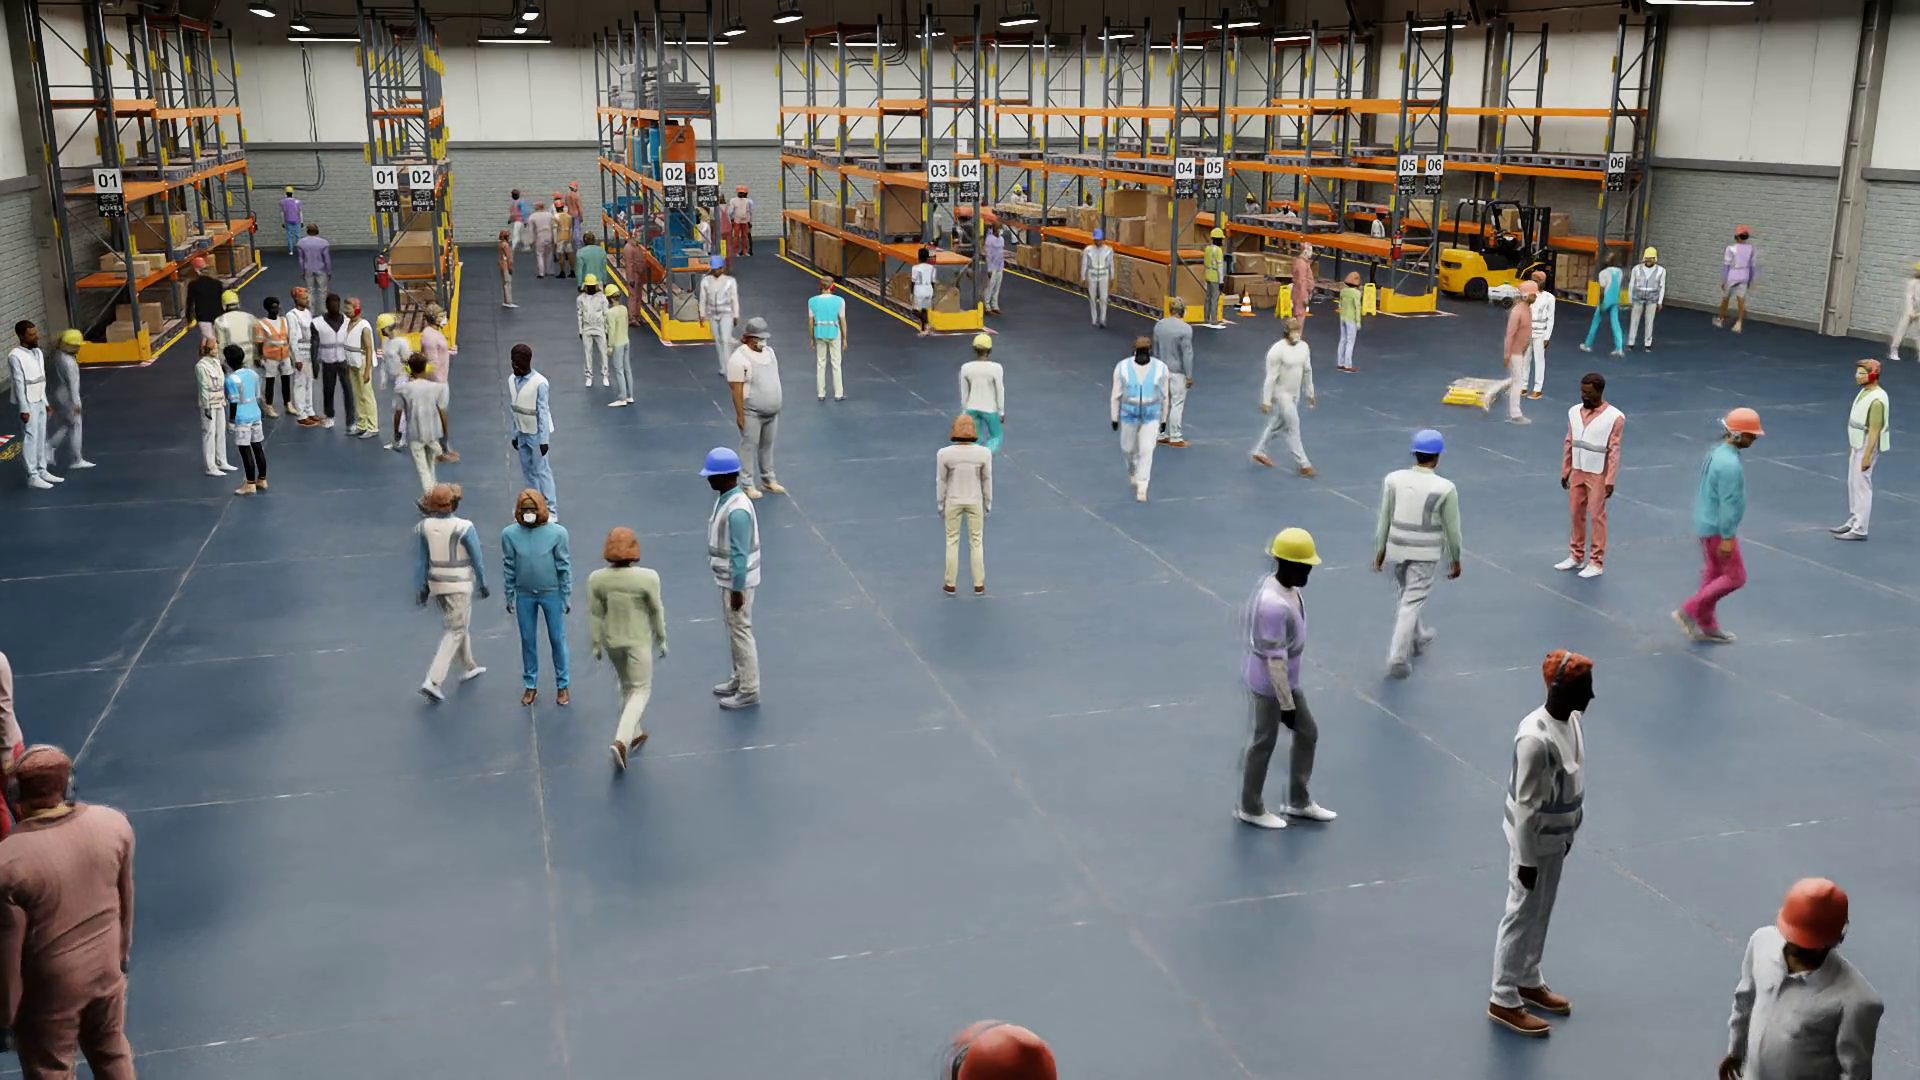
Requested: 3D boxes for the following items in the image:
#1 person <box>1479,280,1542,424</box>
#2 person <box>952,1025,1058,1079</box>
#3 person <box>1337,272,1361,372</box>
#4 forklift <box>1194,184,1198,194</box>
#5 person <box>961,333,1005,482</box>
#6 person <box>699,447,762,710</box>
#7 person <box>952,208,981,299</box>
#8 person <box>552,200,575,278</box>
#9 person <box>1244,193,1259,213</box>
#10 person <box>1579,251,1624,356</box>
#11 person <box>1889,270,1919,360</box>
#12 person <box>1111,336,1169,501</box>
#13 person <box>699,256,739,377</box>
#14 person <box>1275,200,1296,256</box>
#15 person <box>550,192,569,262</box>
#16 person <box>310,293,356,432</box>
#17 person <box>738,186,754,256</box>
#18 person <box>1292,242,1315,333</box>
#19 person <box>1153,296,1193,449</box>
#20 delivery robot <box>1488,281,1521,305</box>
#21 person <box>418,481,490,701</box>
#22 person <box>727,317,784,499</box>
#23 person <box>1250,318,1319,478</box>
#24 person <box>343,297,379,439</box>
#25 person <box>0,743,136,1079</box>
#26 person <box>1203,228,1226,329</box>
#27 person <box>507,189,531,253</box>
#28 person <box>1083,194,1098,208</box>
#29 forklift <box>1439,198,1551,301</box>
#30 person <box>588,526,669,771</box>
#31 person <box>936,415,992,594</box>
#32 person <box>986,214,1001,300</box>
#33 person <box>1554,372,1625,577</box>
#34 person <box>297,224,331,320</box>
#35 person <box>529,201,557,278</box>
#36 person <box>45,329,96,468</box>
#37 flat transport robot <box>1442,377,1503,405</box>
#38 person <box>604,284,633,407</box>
[{"bbox_3d":[7.559,-2.598,22.847,0.705,1.975,0.626,9,18,32],"label":"person"},{"bbox_3d":[-0.003,2.217,4.683,0.636,2.012,0.973,-11,19,-37],"label":"person"},{"bbox_3d":[6.351,-3.553,27.105,0.287,1.629,0.501,-6,16,-22],"label":"person"},{"bbox_3d":[7.392,-11.333,53.972,1.873,2.768,1.129,-4,15,-15],"label":"forklift"},{"bbox_3d":[0.273,-1.502,19.124,0.552,1.751,0.367,6,16,22],"label":"person"},{"bbox_3d":[-1.664,0.270,12.129,0.420,1.937,0.607,-4,15,-15],"label":"person"},{"bbox_3d":[0.134,-6.274,36.628,0.623,2.013,0.872,-9,17,-30],"label":"person"},{"bbox_3d":[-9.867,-7.461,41.245,0.399,1.927,0.555,14,20,42],"label":"person"},{"bbox_3d":[8.314,-9.071,47.639,0.490,1.743,0.323,14,20,42],"label":"person"},{"bbox_3d":[11.241,-4.099,28.854,0.507,1.794,0.991,-4,15,-15],"label":"person"},{"bbox_3d":[16.101,-3.828,28.006,0.486,1.693,0.921,-1,15,-3],"label":"person"},{"bbox_3d":[2.016,-1.393,18.614,0.632,1.816,0.784,2,15,8],"label":"person"},{"bbox_3d":[-3.881,-3.562,26.586,0.606,1.904,0.928,2,15,9],"label":"person"},{"bbox_3d":[8.572,-8.084,43.905,0.560,1.752,0.324,12,19,37],"label":"person"},{"bbox_3d":[-10.954,-8.555,45.440,0.555,1.891,1.021,3,15,9],"label":"person"},{"bbox_3d":[-8.406,-2.393,22.296,0.610,1.873,0.836,-10,18,-33],"label":"person"},{"bbox_3d":[-6.088,-9.030,47.113,0.543,1.939,0.359,11,18,35],"label":"person"},{"bbox_3d":[6.058,-4.304,29.411,0.405,1.903,0.639,2,15,7],"label":"person"},{"bbox_3d":[2.705,-2.126,21.148,0.370,1.933,0.640,-11,18,-35],"label":"person"},{"bbox_3d":[11.607,-5.259,35.394,0.477,0.478,0.707,-10,18,-33],"label":"delivery robot"},{"bbox_3d":[-3.825,0.368,12.385,0.495,1.602,0.779,7,17,26],"label":"person"},{"bbox_3d":[-2.237,-1.487,18.533,0.536,2.000,0.686,10,18,34],"label":"person"},{"bbox_3d":[3.859,-1.706,19.674,0.696,1.888,0.988,-13,20,-41],"label":"person"},{"bbox_3d":[-7.859,-2.249,21.797,0.576,1.849,0.393,14,20,42],"label":"person"},{"bbox_3d":[-3.621,1.748,6.680,0.417,1.894,0.691,6,16,23],"label":"person"},{"bbox_3d":[4.930,-5.059,32.192,0.364,1.927,0.587,-6,16,-21],"label":"person"},{"bbox_3d":[-12.844,-9.193,47.987,0.913,1.801,0.636,-9,17,-30],"label":"person"},{"bbox_3d":[3.521,-8.537,45.500,0.530,1.821,0.718,-8,17,-29],"label":"person"},{"bbox_3d":[11.913,-6.508,37.130,2.313,2.155,1.214,-4,15,-15],"label":"forklift"},{"bbox_3d":[-2.238,0.709,11.103,0.501,1.609,0.702,3,15,13],"label":"person"},{"bbox_3d":[0.040,-0.313,14.911,0.502,1.627,0.273,-1,15,-4],"label":"person"},{"bbox_3d":[0.688,-6.267,36.827,0.352,1.901,0.731,-5,16,-18],"label":"person"},{"bbox_3d":[5.882,-0.620,15.530,0.399,1.909,0.599,-9,17,-29],"label":"person"},{"bbox_3d":[-12.971,-5.398,33.476,0.623,1.932,0.366,-2,15,-8],"label":"person"},{"bbox_3d":[-10.335,-7.454,41.311,0.721,1.872,0.548,-7,17,-26],"label":"person"},{"bbox_3d":[-10.673,-1.671,19.860,0.552,1.705,0.532,-12,19,-39],"label":"person"},{"bbox_3d":[7.640,-2.219,24.678,0.652,0.197,1.431,7,17,26],"label":"flat transport robot"},{"bbox_3d":[-4.962,-2.809,24.048,0.337,1.761,0.526,5,16,17],"label":"person"}]
